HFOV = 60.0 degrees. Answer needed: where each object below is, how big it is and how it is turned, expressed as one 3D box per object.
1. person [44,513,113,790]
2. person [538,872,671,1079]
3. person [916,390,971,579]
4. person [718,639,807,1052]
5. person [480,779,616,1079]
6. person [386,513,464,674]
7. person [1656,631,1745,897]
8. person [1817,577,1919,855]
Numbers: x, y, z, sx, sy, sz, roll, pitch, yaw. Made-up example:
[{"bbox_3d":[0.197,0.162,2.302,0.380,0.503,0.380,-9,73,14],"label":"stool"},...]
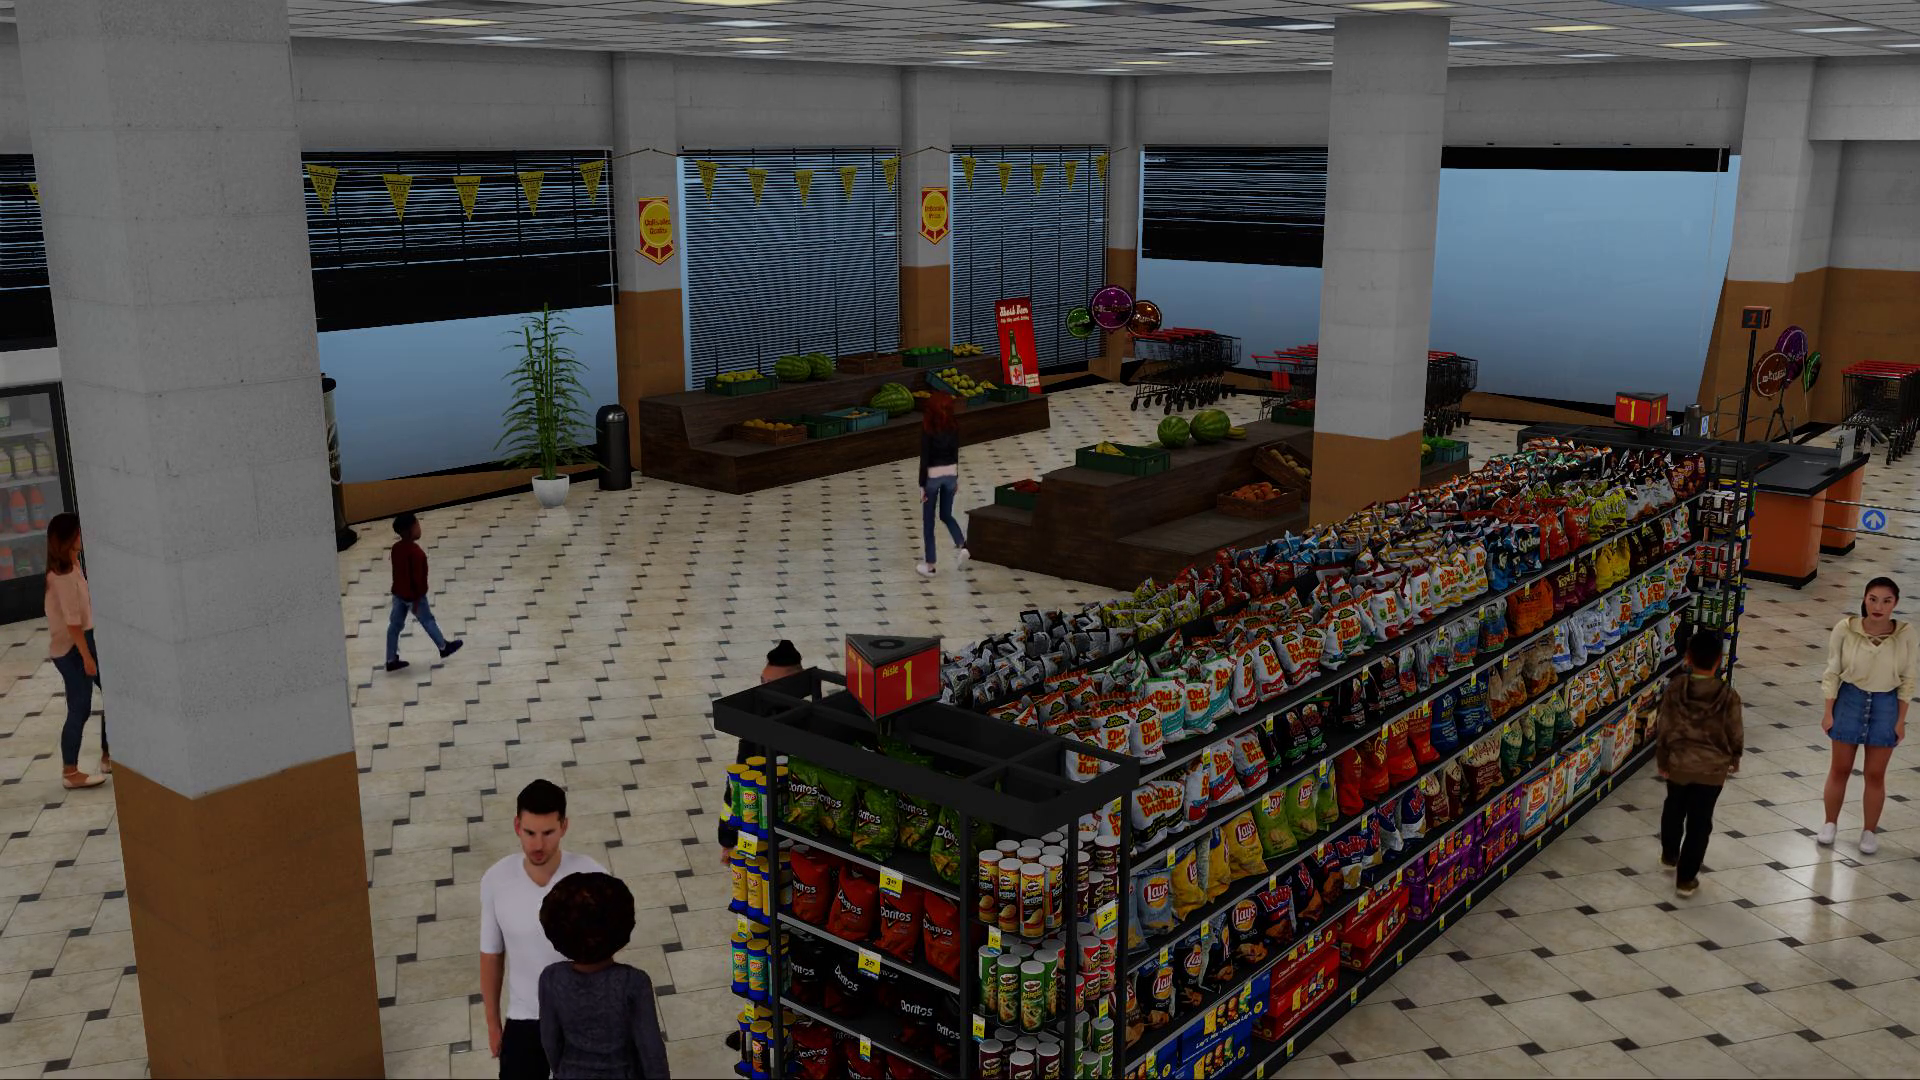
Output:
[{"bbox_3d":[-5.620,0.713,10.414,0.848,1.776,0.784,-4,14,-15],"label":"person"},{"bbox_3d":[-1.211,1.937,5.523,0.771,1.702,0.835,3,14,12],"label":"person"},{"bbox_3d":[-0.124,-0.493,15.379,0.937,1.781,0.839,-10,17,-36],"label":"person"},{"bbox_3d":[-0.714,1.355,7.653,0.746,1.831,1.015,11,17,38],"label":"person"},{"bbox_3d":[-1.472,1.721,6.125,0.797,1.839,0.851,0,14,-1],"label":"person"},{"bbox_3d":[-4.279,0.435,12.744,0.569,1.219,0.886,8,16,31],"label":"person"},{"bbox_3d":[3.968,1.230,8.998,0.573,1.439,0.722,11,17,38],"label":"person"},{"bbox_3d":[5.216,0.994,9.566,0.674,1.631,0.622,7,15,26],"label":"person"}]
